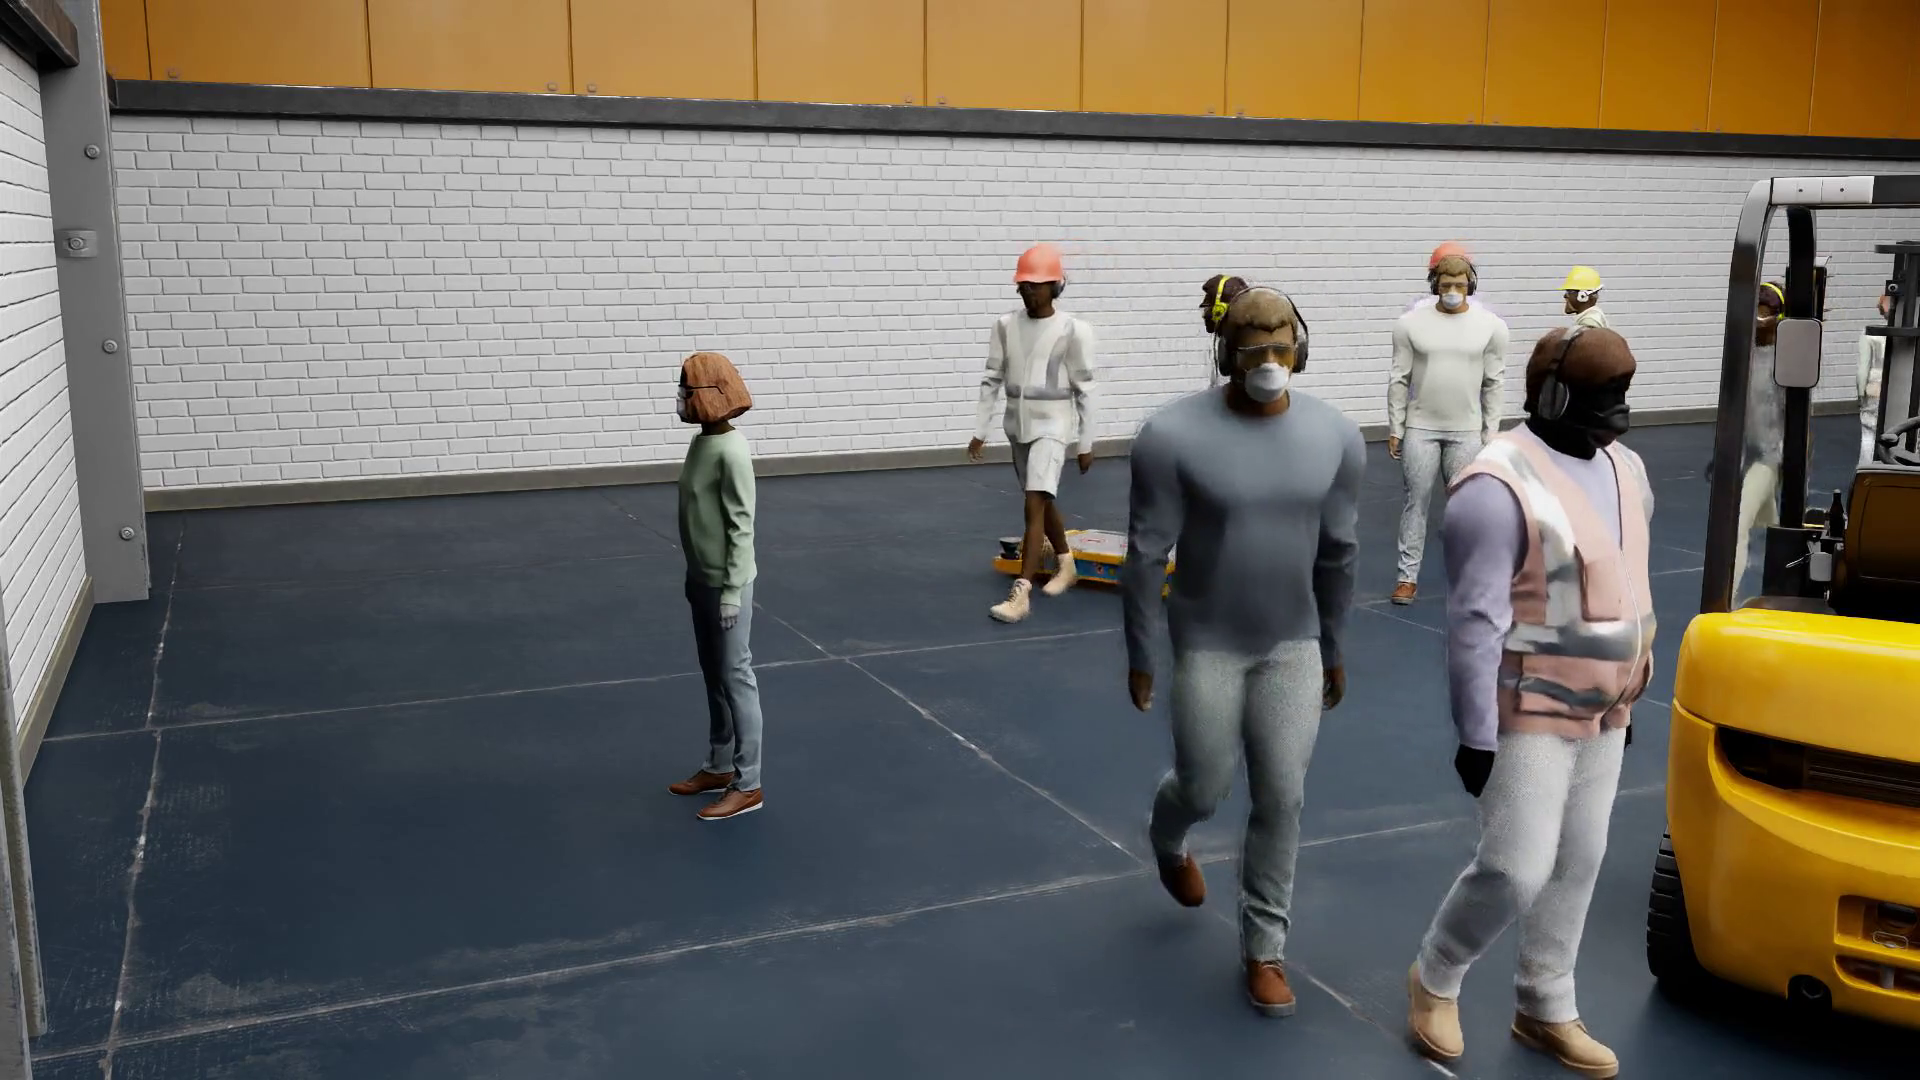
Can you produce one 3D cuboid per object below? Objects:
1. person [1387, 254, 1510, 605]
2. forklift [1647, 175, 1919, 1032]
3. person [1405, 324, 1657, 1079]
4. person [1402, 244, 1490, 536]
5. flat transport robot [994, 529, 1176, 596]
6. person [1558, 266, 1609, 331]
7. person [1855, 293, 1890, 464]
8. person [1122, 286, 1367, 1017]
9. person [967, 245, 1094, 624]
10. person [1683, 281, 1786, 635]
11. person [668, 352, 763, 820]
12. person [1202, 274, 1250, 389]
[{"bbox_3d":[2.667,-0.593,9.161,0.630,1.938,0.373,3,11,15],"label":"person"},{"bbox_3d":[2.810,0.094,4.662,1.214,2.155,2.313,7,12,34],"label":"forklift"},{"bbox_3d":[1.384,0.397,4.008,0.648,1.829,0.518,-8,13,-37],"label":"person"},{"bbox_3d":[3.328,-1.030,11.439,0.631,1.989,1.071,1,10,4],"label":"person"},{"bbox_3d":[0.966,0.121,9.810,1.431,0.197,0.652,7,13,36],"label":"flat transport robot"},{"bbox_3d":[4.473,-1.056,12.032,0.403,1.826,0.596,4,11,19],"label":"person"},{"bbox_3d":[7.382,-1.161,13.180,0.520,1.610,0.730,3,11,18],"label":"person"},{"bbox_3d":[0.728,0.262,4.531,0.642,1.913,0.717,-2,10,-9],"label":"person"},{"bbox_3d":[0.436,-0.598,9.070,0.625,1.995,1.064,8,13,36],"label":"person"},{"bbox_3d":[4.148,-0.404,8.460,0.854,1.824,0.627,0,10,-1],"label":"person"},{"bbox_3d":[-0.863,0.158,5.856,0.284,1.633,0.497,-5,11,-26],"label":"person"},{"bbox_3d":[1.315,-0.312,7.837,0.454,1.858,0.506,5,11,24],"label":"person"}]
